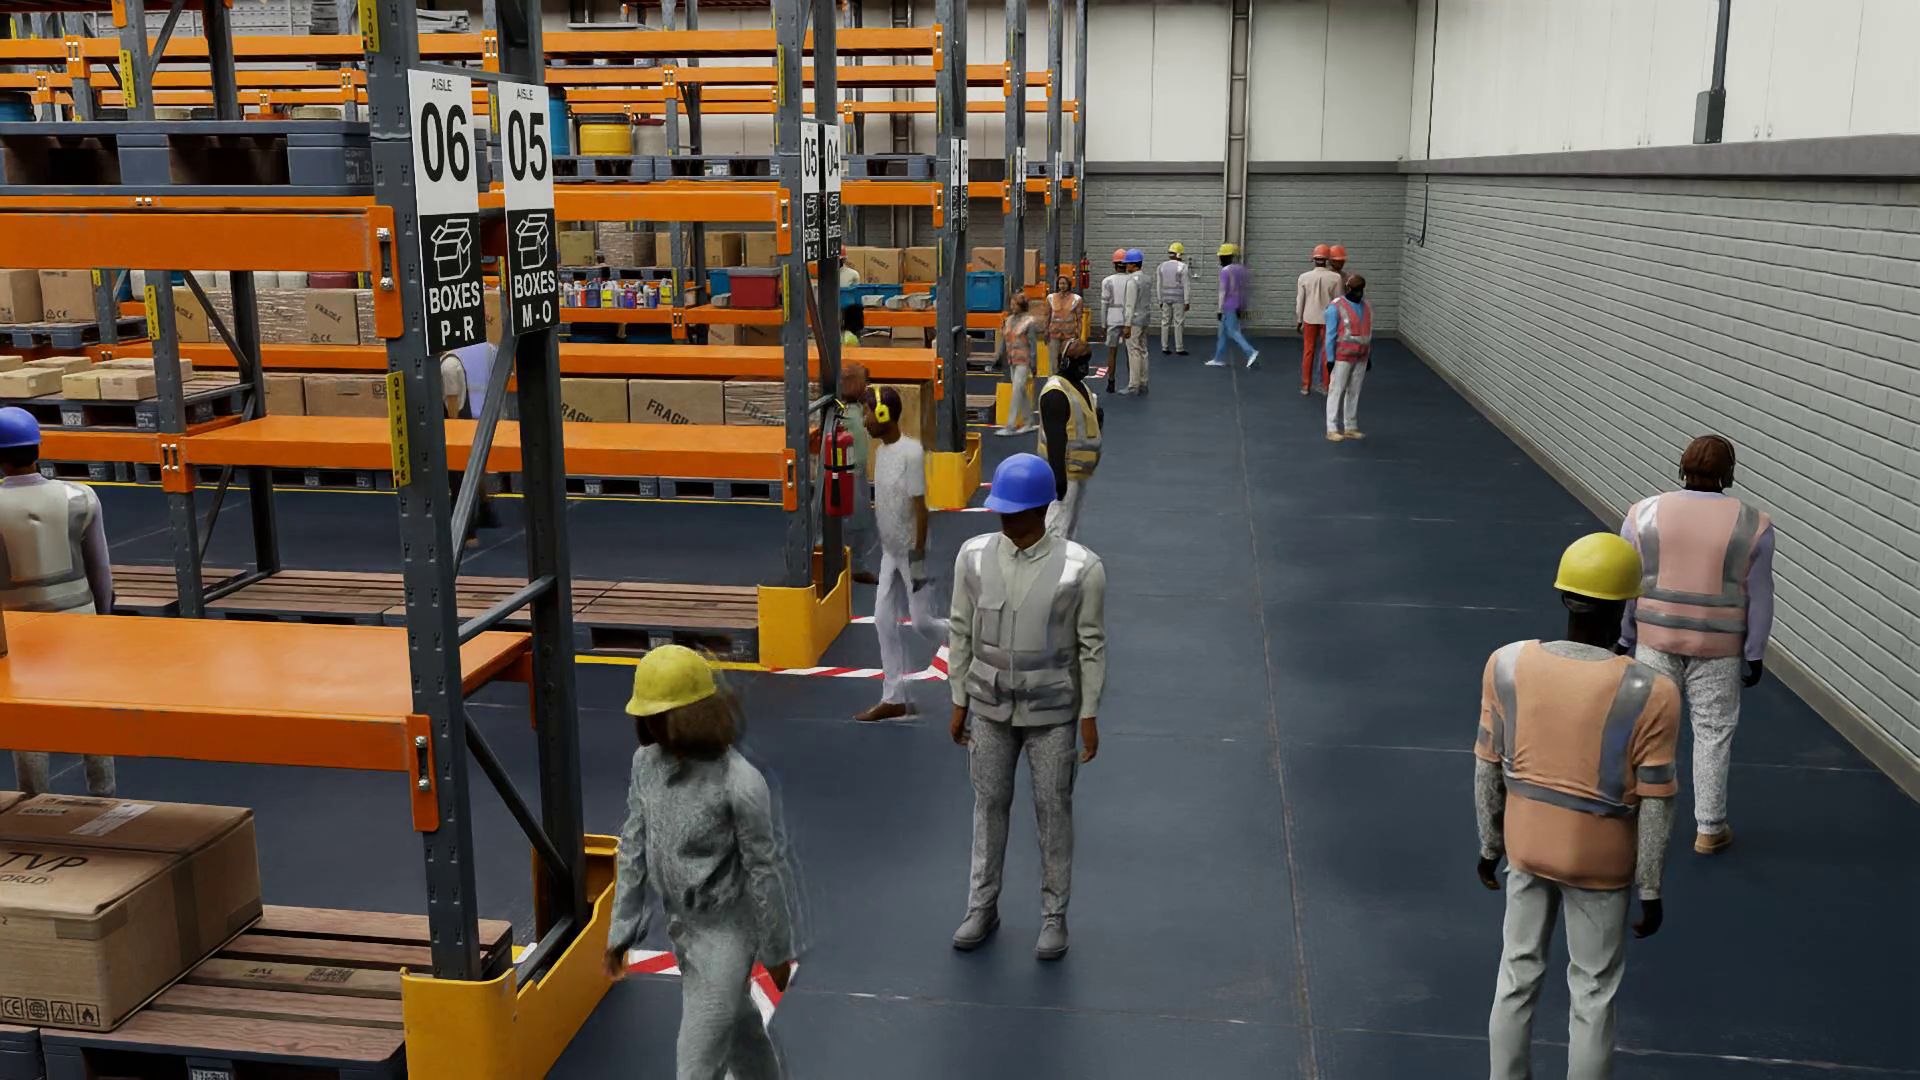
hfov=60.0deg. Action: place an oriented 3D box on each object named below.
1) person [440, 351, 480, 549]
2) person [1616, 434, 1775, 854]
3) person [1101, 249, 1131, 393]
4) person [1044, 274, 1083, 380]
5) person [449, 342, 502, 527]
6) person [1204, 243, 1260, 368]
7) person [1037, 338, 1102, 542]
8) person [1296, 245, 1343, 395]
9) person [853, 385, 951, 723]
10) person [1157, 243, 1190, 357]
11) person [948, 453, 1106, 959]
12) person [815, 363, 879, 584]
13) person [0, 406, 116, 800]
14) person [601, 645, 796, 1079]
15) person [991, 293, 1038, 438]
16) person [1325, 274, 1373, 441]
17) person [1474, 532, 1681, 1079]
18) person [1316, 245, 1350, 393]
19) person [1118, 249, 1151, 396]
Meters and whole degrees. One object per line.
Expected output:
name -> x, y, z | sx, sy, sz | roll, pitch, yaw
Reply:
person -> -4.026, -0.838, 13.136 | 0.359, 1.836, 0.511 | -5, 13, -21
person -> 3.200, 0.451, 7.291 | 0.631, 1.842, 0.428 | 7, 14, 30
person -> 2.163, -2.943, 22.422 | 0.549, 1.928, 0.388 | 0, 12, 0
person -> 1.349, -2.662, 21.799 | 0.512, 1.642, 0.312 | 2, 13, 9
person -> -4.218, -1.061, 14.120 | 0.670, 1.849, 1.029 | -11, 17, -42
person -> 4.168, -3.558, 25.282 | 0.885, 1.898, 0.599 | 8, 15, 31
person -> 0.756, -0.463, 11.425 | 0.430, 1.841, 0.624 | 5, 13, 20
person -> 4.796, -2.930, 22.199 | 0.611, 1.996, 0.378 | 4, 13, 17
person -> -0.232, 0.060, 9.086 | 0.796, 1.824, 0.579 | -8, 15, -32
person -> 3.467, -3.875, 26.864 | 0.588, 1.822, 0.403 | 10, 16, 38
person -> 0.242, 0.624, 6.279 | 0.603, 1.942, 0.402 | 4, 13, 18
person -> -0.809, -0.465, 11.920 | 0.480, 1.619, 0.506 | 3, 13, 15
person -> -4.075, 0.377, 7.384 | 0.604, 1.948, 0.386 | -10, 16, -39
person -> -0.769, 1.117, 4.594 | 0.482, 1.693, 0.865 | 12, 17, 42
person -> 0.619, -1.969, 18.745 | 0.680, 1.607, 0.531 | -7, 14, -30
person -> 4.322, -2.016, 18.431 | 0.634, 1.839, 0.429 | -7, 14, -28
person -> 1.818, 0.926, 4.951 | 0.589, 1.928, 0.385 | 12, 17, 43
person -> 5.040, -2.976, 22.426 | 0.633, 1.991, 0.393 | -8, 15, -32
person -> 2.340, -2.905, 22.220 | 0.412, 1.938, 0.611 | 6, 14, 26
